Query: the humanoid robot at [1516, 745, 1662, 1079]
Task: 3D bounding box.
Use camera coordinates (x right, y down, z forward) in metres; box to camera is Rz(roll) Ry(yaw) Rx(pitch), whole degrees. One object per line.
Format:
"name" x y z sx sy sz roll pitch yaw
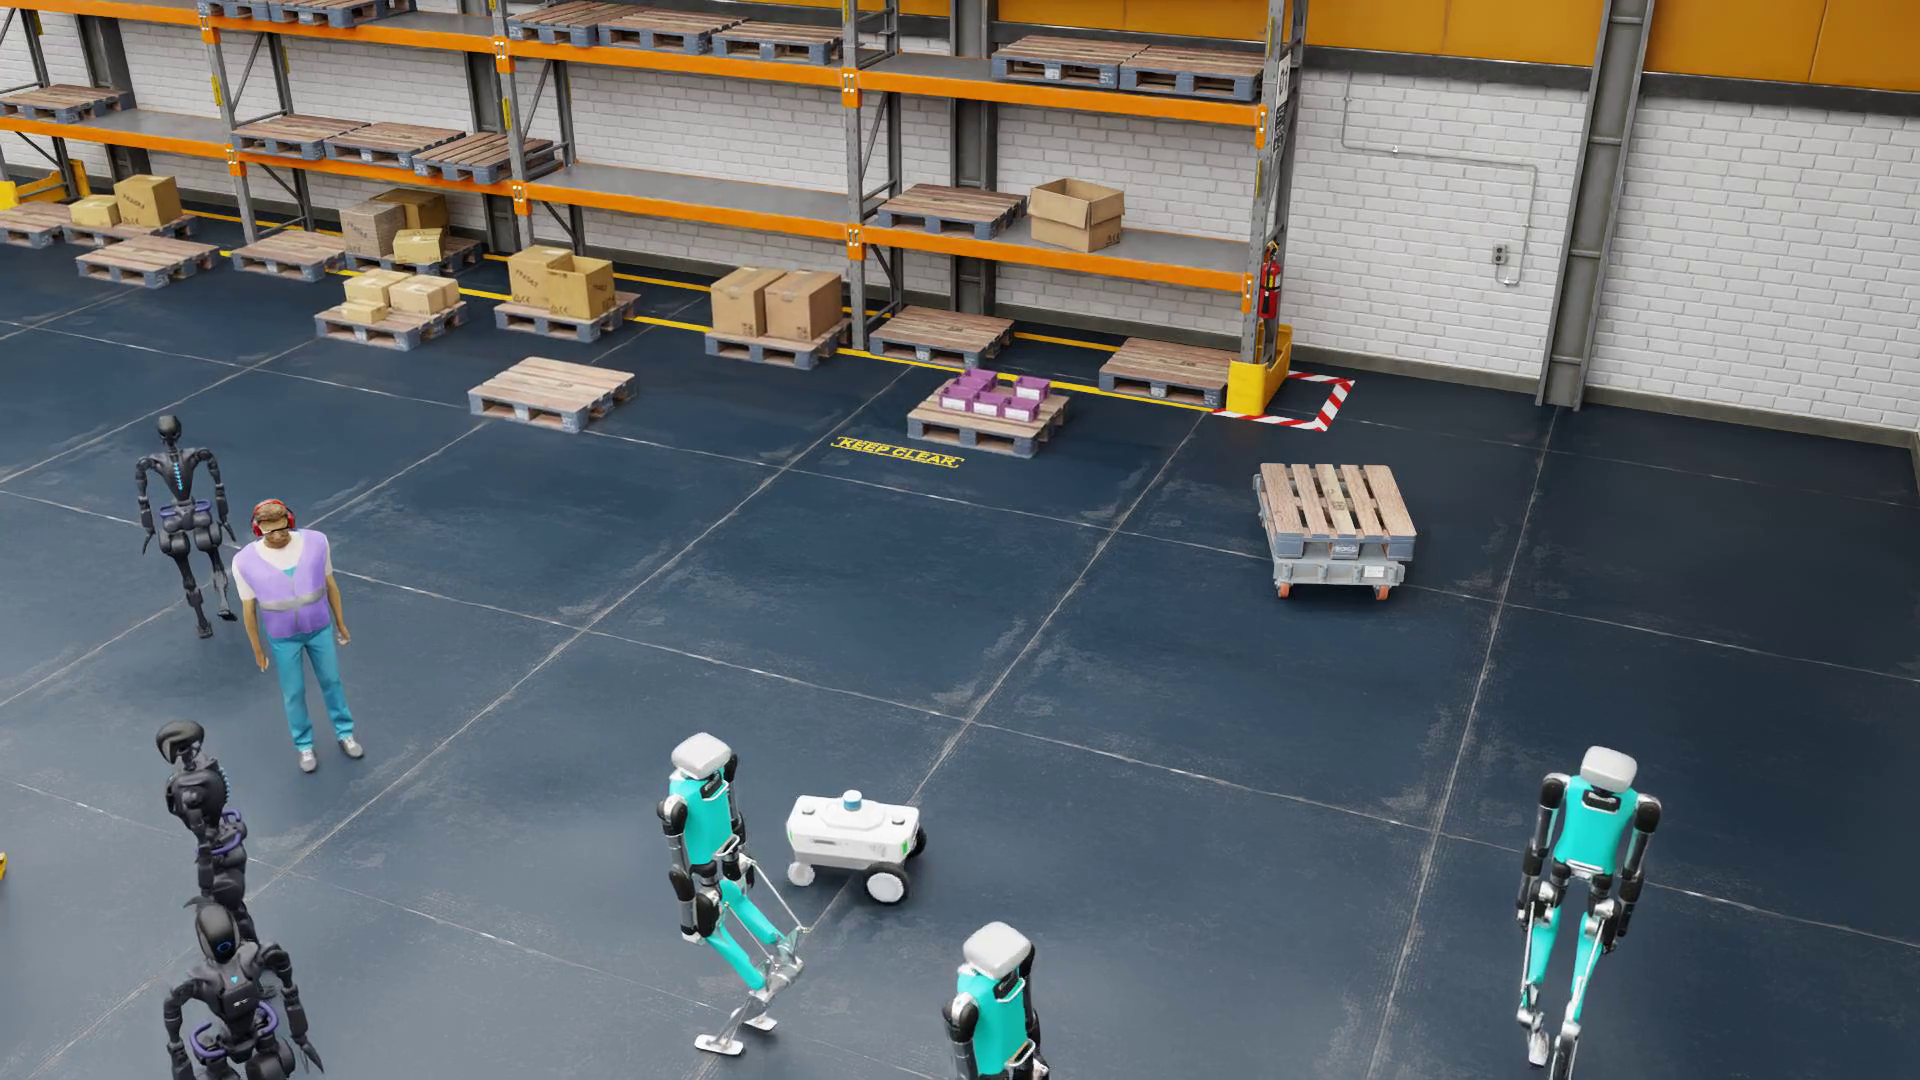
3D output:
"humanoid robot" 2.818 1.912 7.710 0.546 1.858 0.840 11 29 20

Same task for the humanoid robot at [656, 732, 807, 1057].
"humanoid robot" -1.005 1.738 7.900 0.682 1.749 0.545 12 30 22

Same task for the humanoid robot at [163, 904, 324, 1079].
"humanoid robot" -3.079 2.229 7.132 0.609 1.623 0.791 -24 36 -39

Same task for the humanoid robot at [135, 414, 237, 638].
"humanoid robot" -5.383 -0.089 11.566 0.600 1.651 0.378 -13 30 -24

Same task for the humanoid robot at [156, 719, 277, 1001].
"humanoid robot" -3.714 1.604 8.285 0.323 1.654 0.598 -10 29 -18

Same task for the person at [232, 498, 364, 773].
"person" -4.042 0.560 10.146 0.573 1.830 0.409 -18 32 -31

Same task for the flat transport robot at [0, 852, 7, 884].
"flat transport robot" -6.034 2.013 9.028 1.431 0.231 0.659 -9 29 -17

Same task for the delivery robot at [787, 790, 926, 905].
"delivery robot" -0.574 1.692 9.359 0.811 0.613 0.499 5 28 9

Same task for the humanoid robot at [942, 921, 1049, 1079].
"humanoid robot" 0.344 2.388 6.724 0.794 1.794 0.530 17 32 29
